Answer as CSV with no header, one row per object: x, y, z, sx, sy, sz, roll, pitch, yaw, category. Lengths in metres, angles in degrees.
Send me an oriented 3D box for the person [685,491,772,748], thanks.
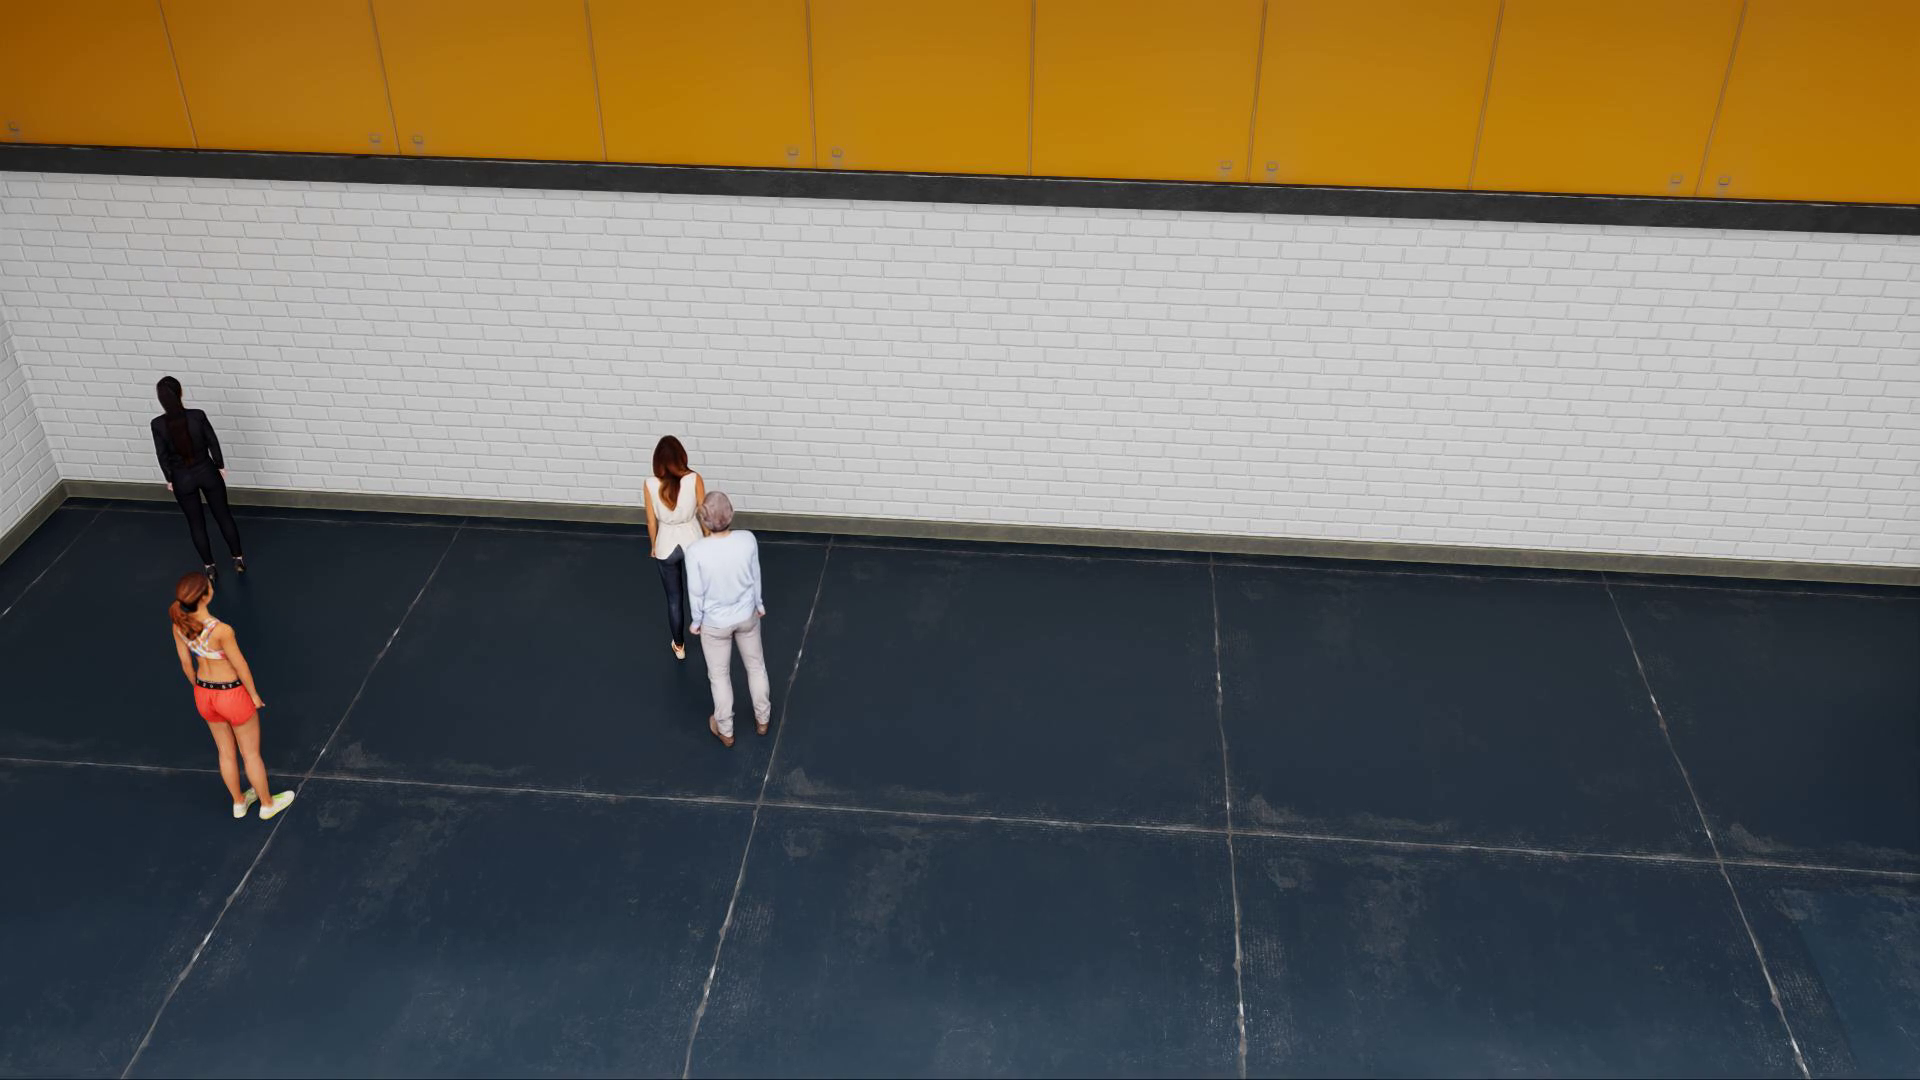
-1.489,0.504,10.761,0.751,1.893,0.746,-13,36,-19,person

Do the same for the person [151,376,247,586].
-5.667,-0.450,12.357,0.639,1.715,0.645,-15,37,-22,person

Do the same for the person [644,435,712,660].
-1.932,0.060,11.525,0.636,1.786,0.612,-6,34,-8,person

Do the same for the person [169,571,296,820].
-4.497,0.965,10.161,0.608,1.790,0.569,7,34,11,person
